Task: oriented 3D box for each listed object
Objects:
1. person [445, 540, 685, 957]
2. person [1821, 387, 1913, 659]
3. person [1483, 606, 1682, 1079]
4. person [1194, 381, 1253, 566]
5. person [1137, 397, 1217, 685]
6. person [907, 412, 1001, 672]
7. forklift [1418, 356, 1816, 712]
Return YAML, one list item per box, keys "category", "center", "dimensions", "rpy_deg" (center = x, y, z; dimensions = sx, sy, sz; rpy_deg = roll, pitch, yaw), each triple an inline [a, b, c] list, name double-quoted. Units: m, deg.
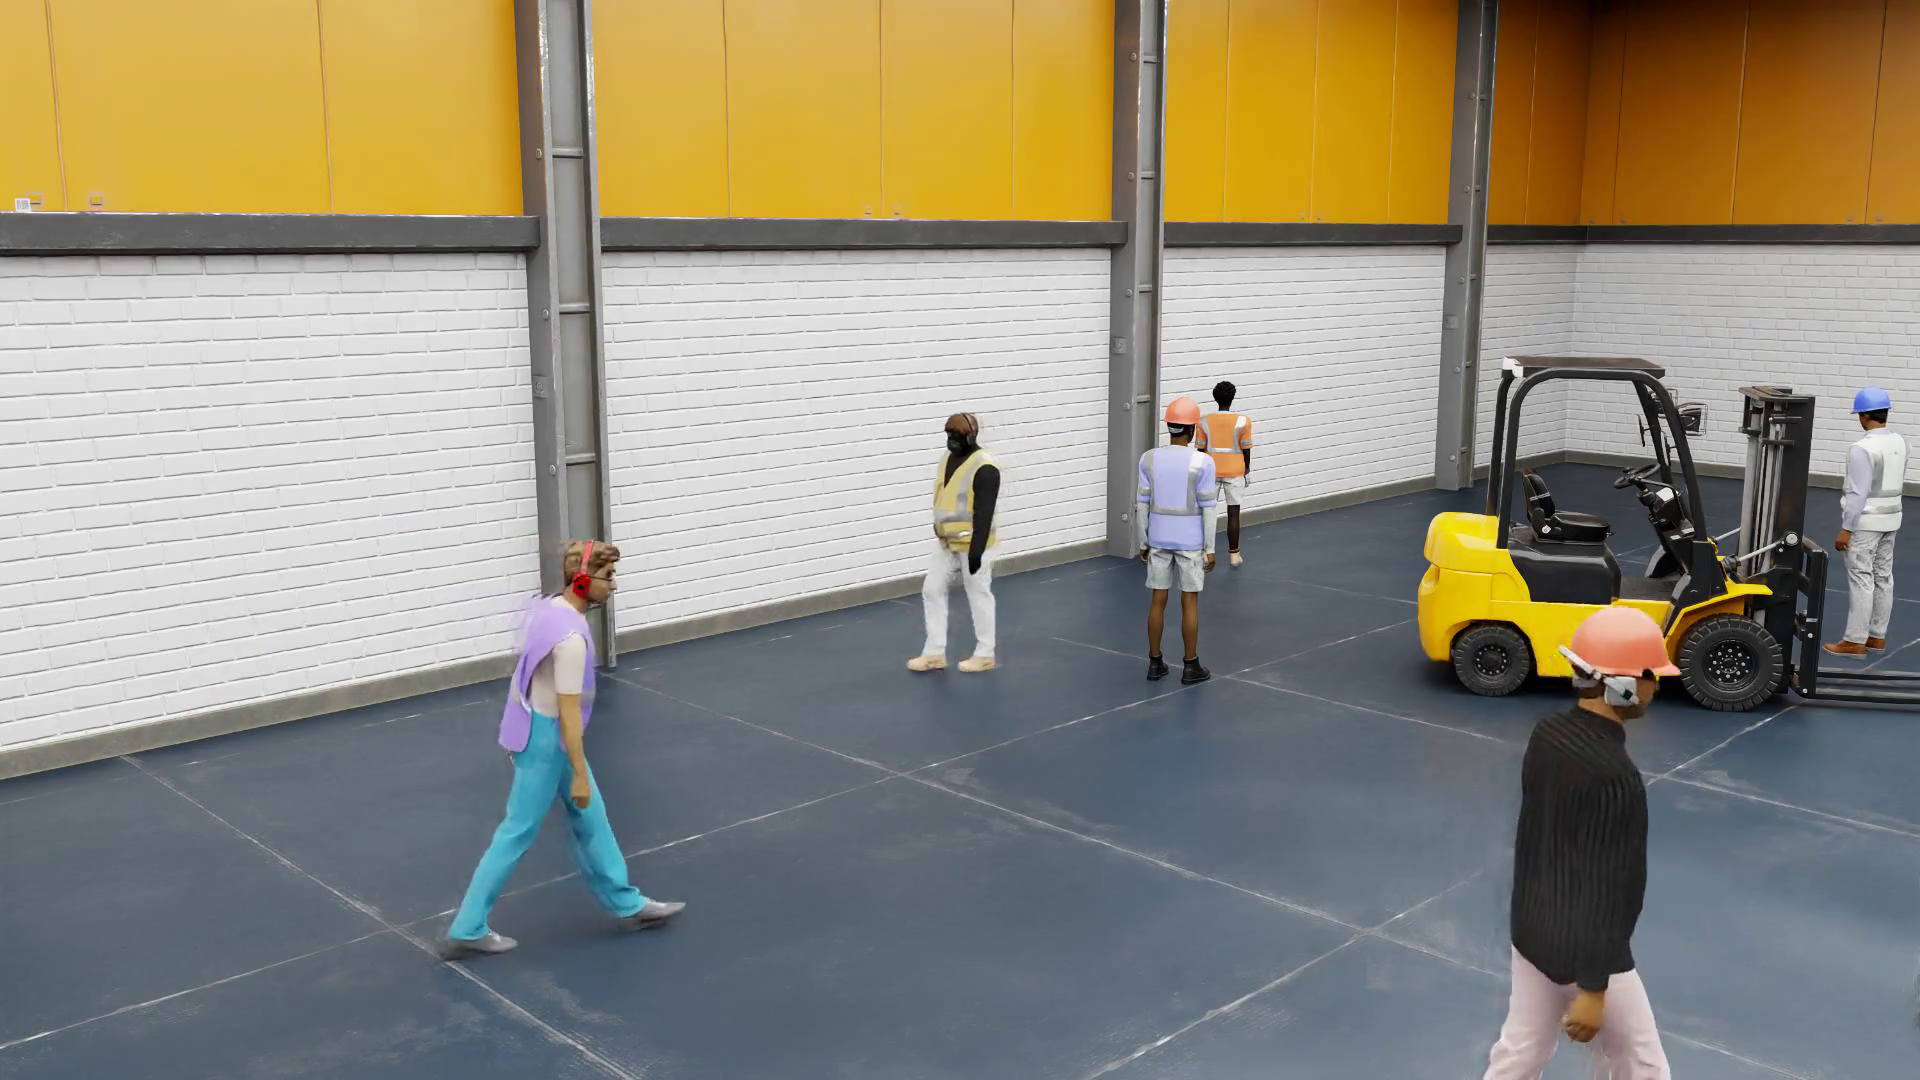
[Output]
- category: "person"
  center: [-1.713, 0.868, 6.981]
  dimensions: [1.007, 1.766, 0.607]
  rpy_deg: [-3, 11, -14]
- category: "person"
  center: [6.475, -0.118, 11.866]
  dimensions: [0.602, 1.939, 0.401]
  rpy_deg: [-6, 12, -31]
- category: "person"
  center: [1.915, 1.157, 4.828]
  dimensions: [0.913, 1.957, 0.634]
  rpy_deg: [-1, 10, -4]
- category: "person"
  center: [2.402, -0.604, 15.196]
  dimensions: [0.531, 1.694, 0.320]
  rpy_deg: [4, 11, 21]
- category: "person"
  center: [1.470, 0.003, 11.206]
  dimensions: [0.553, 1.935, 0.364]
  rpy_deg: [5, 12, 27]
- category: "person"
  center: [-0.059, 0.037, 11.355]
  dimensions: [0.749, 1.813, 0.637]
  rpy_deg: [-6, 12, -31]
- category: "forklift"
  center: [4.276, -0.101, 11.076]
  dimensions: [2.313, 2.155, 1.214]
  rpy_deg: [2, 11, 13]
